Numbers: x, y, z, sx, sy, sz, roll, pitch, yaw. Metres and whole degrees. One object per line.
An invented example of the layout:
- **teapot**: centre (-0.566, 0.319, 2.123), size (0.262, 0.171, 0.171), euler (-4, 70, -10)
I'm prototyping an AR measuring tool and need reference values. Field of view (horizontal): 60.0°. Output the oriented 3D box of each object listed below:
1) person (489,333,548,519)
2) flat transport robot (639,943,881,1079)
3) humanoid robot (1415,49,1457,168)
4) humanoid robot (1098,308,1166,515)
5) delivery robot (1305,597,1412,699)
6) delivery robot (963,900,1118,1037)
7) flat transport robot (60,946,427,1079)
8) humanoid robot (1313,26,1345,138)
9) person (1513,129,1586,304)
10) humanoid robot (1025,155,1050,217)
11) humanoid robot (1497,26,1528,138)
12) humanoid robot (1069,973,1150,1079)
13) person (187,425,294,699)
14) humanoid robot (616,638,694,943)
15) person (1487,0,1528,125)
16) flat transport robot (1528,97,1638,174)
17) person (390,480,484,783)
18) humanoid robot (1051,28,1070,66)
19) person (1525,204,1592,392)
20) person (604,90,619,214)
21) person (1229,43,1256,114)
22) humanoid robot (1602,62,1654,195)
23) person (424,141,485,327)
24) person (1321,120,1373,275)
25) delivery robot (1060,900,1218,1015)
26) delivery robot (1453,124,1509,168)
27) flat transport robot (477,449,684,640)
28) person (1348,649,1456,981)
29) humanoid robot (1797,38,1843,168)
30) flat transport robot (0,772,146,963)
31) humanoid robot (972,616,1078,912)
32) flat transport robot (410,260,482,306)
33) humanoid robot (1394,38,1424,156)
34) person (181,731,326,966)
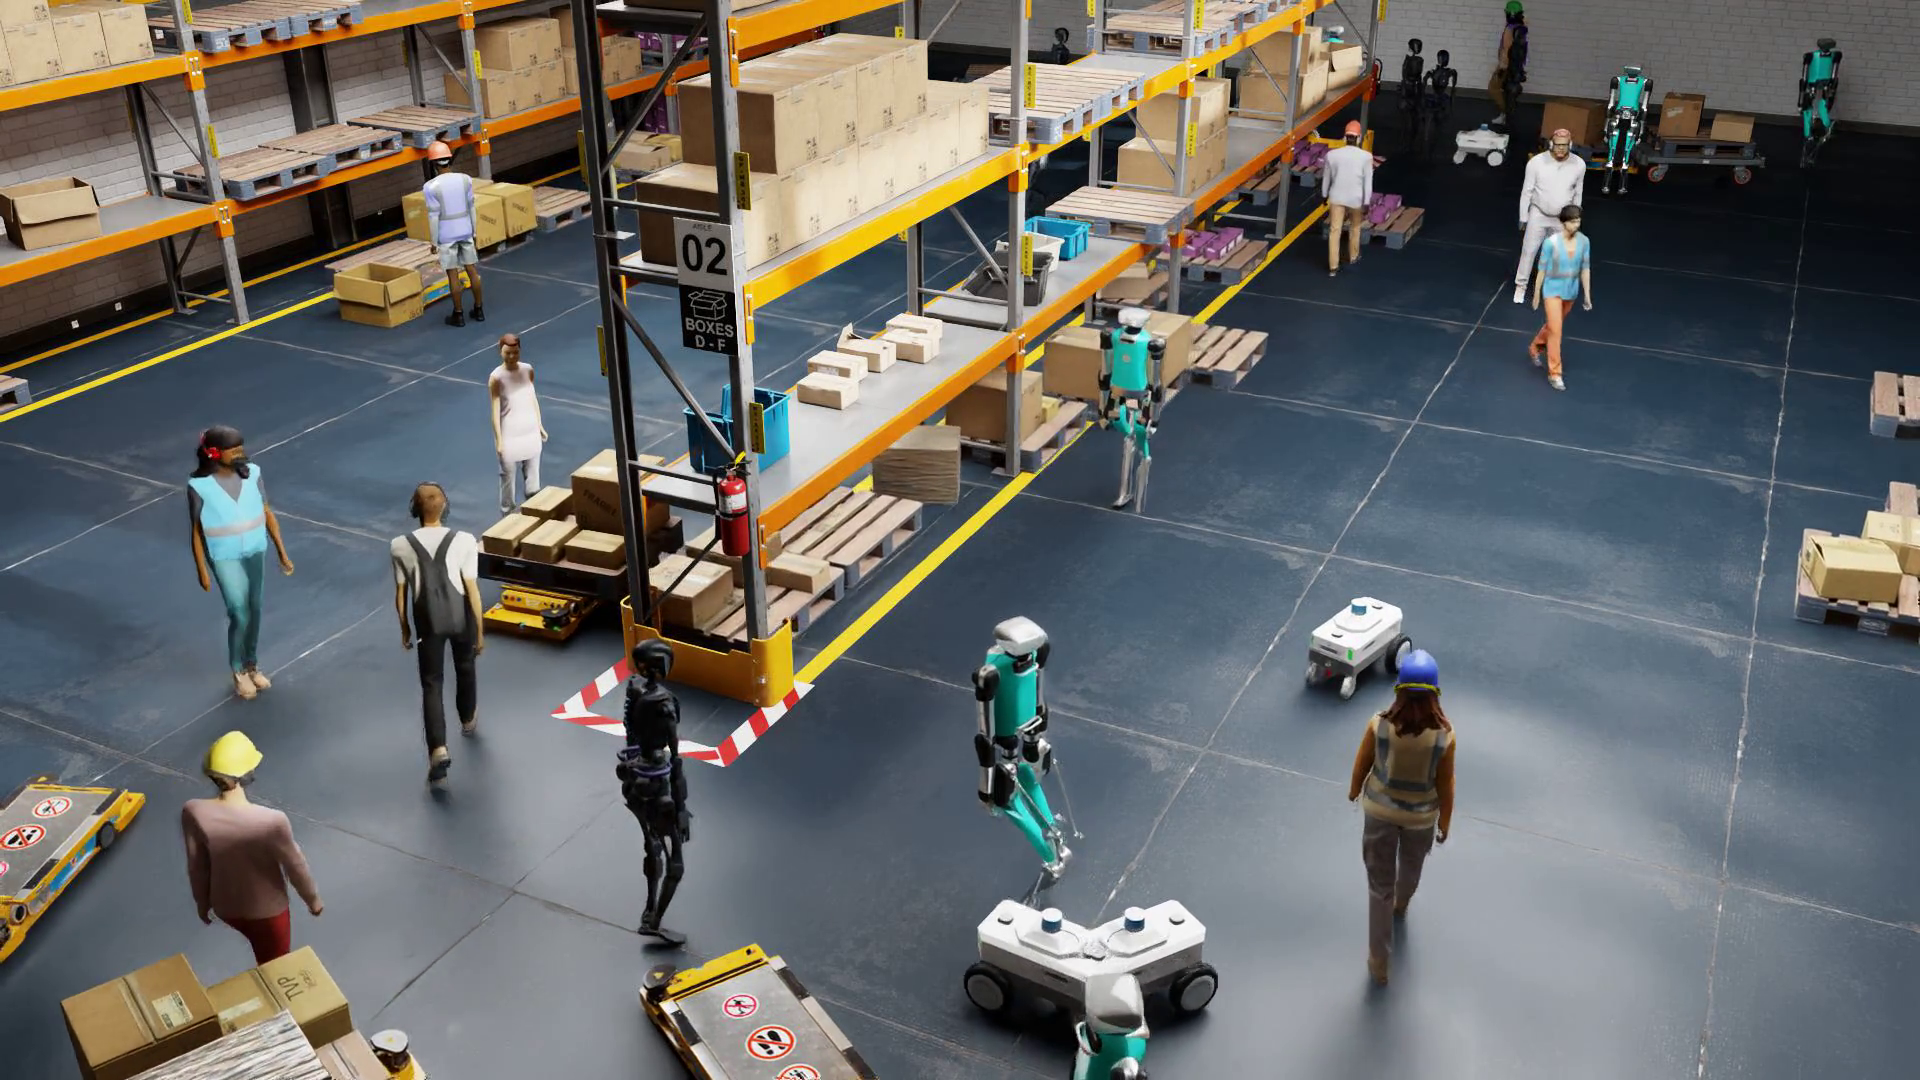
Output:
- **person**: centre (-3.395, -0.801, 12.829), size (0.289, 1.656, 0.446), euler (21, 33, 36)
- **flat transport robot**: centre (-0.938, 2.421, 7.888), size (0.659, 0.231, 1.431), euler (-16, 30, -29)
- **humanoid robot**: centre (6.746, -6.094, 23.512), size (0.592, 1.650, 0.322), euler (-7, 27, -14)
- **humanoid robot**: centre (1.417, -1.020, 13.241), size (0.539, 1.833, 0.736), euler (13, 29, 25)
- **delivery robot**: centre (2.650, 0.671, 11.106), size (0.499, 0.599, 0.784), euler (22, 34, 37)
- **delivery robot**: centre (0.429, 2.094, 8.247), size (0.812, 0.614, 0.499), euler (15, 30, 28)
- **flat transport robot**: centre (-3.023, 2.701, 7.321), size (1.431, 0.231, 0.659), euler (-20, 32, -34)
- **humanoid robot**: centre (5.210, -6.761, 24.849), size (0.914, 1.828, 0.545), euler (9, 28, 18)
- **person**: centre (6.367, -3.482, 17.969), size (0.649, 1.906, 0.405), euler (2, 26, 4)
- **humanoid robot**: centre (0.989, -4.984, 21.283), size (0.625, 1.641, 0.597), euler (-19, 32, -33)
- **humanoid robot**: centre (8.392, -6.942, 25.214), size (0.344, 1.652, 0.601), euler (1, 26, 2)
- **humanoid robot**: centre (0.324, 2.390, 6.327), size (0.933, 1.769, 0.569), euler (-4, 27, -8)
- **person**: centre (-4.618, 0.139, 10.712), size (0.519, 1.852, 0.513), euler (20, 33, 35)
- **humanoid robot**: centre (-1.597, 1.286, 8.602), size (0.417, 1.643, 0.612), euler (-18, 31, -32)
- **person**: centre (8.546, -7.415, 25.905), size (0.563, 1.912, 0.486), euler (-23, 35, -39)
- **flat transport robot**: centre (8.892, -5.429, 23.745), size (1.431, 0.231, 0.659), euler (6, 27, 12)
- **person**: centre (-3.103, 0.524, 9.998), size (0.511, 1.804, 0.908), euler (-7, 27, -14)
- **humanoid robot**: centre (1.504, -6.895, 25.120), size (0.353, 1.653, 0.610), euler (3, 27, 6)
- **person**: centre (5.754, -2.385, 15.953), size (0.503, 1.723, 0.905), euler (-5, 27, -10)
- **person**: centre (-4.570, -5.099, 21.300), size (0.375, 1.844, 0.566), euler (-2, 26, -5)
- **person**: centre (4.574, -7.645, 26.447), size (0.623, 1.844, 0.603), euler (-4, 27, -7)
- **humanoid robot**: centre (8.675, -5.348, 21.775), size (0.533, 1.677, 0.735), euler (12, 29, 22)
- **person**: centre (-5.291, -3.182, 17.339), size (0.543, 1.927, 0.370), euler (-24, 35, -39)
- **person**: centre (4.465, -3.970, 19.155), size (0.598, 1.712, 0.828), euler (11, 28, 21)
- **delivery robot**: centre (0.873, 2.088, 8.252), size (0.801, 0.607, 0.499), euler (-14, 30, -26)
- **delivery robot**: centre (7.528, -5.664, 23.912), size (0.797, 0.608, 0.499), euler (11, 28, 20)
- **flat transport robot**: centre (-2.825, 0.285, 12.203), size (0.659, 0.231, 1.431), euler (9, 28, 17)
- **person**: centre (2.227, 1.316, 8.456), size (0.493, 1.734, 0.875), euler (5, 27, 11)
- **humanoid robot**: centre (12.190, -6.092, 23.556), size (0.543, 1.897, 0.714), euler (-1, 26, -2)
- **flat transport robot**: centre (-5.191, 1.780, 9.182), size (0.659, 0.231, 1.431), euler (2, 26, 5)
- **humanoid robot**: centre (0.421, 1.294, 8.561), size (0.690, 1.852, 0.537), euler (20, 33, 34)
- **flat transport robot**: centre (-5.998, -2.781, 18.396), size (0.659, 0.231, 1.431), euler (10, 28, 19)
- **humanoid robot**: centre (6.558, -6.456, 24.224), size (0.326, 1.648, 0.602), euler (23, 35, 39)
- **person**: centre (-3.249, 1.635, 7.811), size (0.540, 1.740, 0.713), euler (5, 27, 10)
